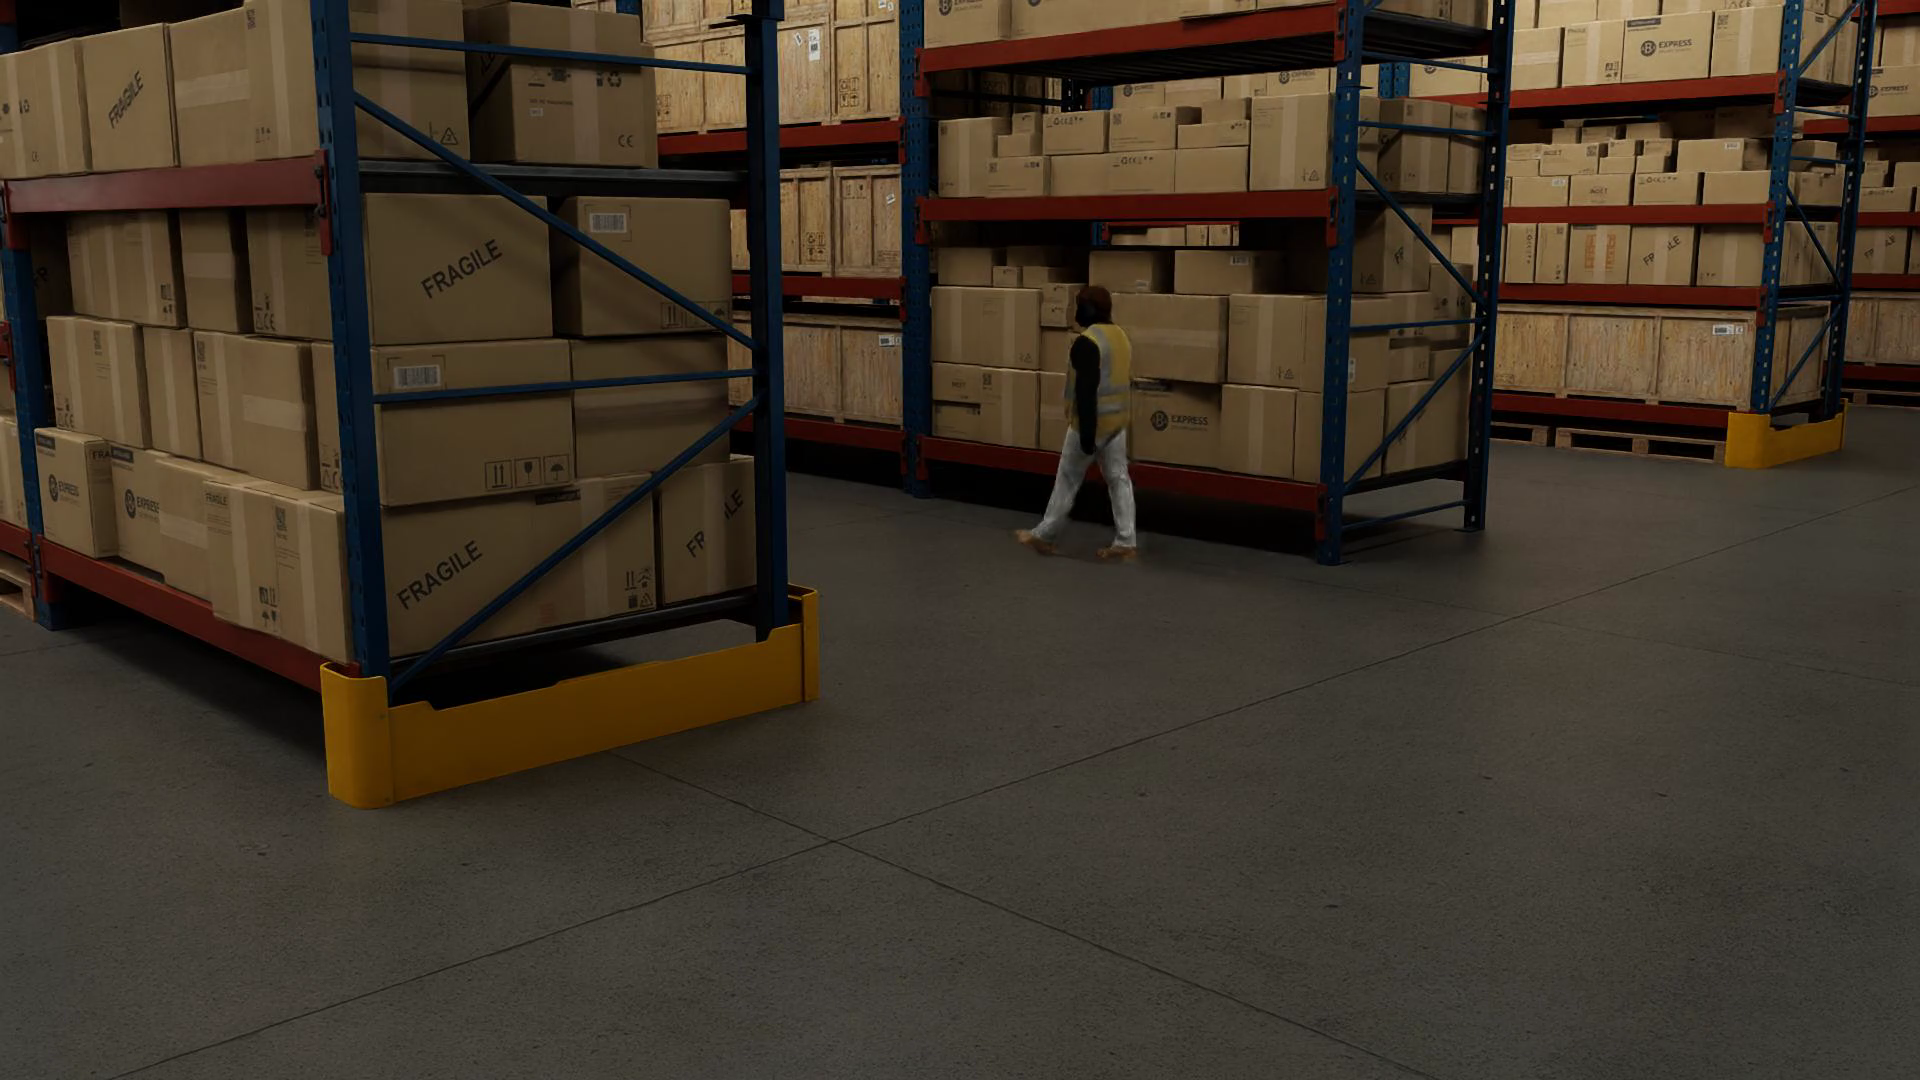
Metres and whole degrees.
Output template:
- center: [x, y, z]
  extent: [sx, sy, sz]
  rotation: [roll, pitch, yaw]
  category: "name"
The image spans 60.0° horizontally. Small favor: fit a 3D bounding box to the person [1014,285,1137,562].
- center: [0.804, -0.765, 10.972]
  extent: [0.931, 1.796, 0.647]
  rotation: [7, 12, 33]
  category: "person"
